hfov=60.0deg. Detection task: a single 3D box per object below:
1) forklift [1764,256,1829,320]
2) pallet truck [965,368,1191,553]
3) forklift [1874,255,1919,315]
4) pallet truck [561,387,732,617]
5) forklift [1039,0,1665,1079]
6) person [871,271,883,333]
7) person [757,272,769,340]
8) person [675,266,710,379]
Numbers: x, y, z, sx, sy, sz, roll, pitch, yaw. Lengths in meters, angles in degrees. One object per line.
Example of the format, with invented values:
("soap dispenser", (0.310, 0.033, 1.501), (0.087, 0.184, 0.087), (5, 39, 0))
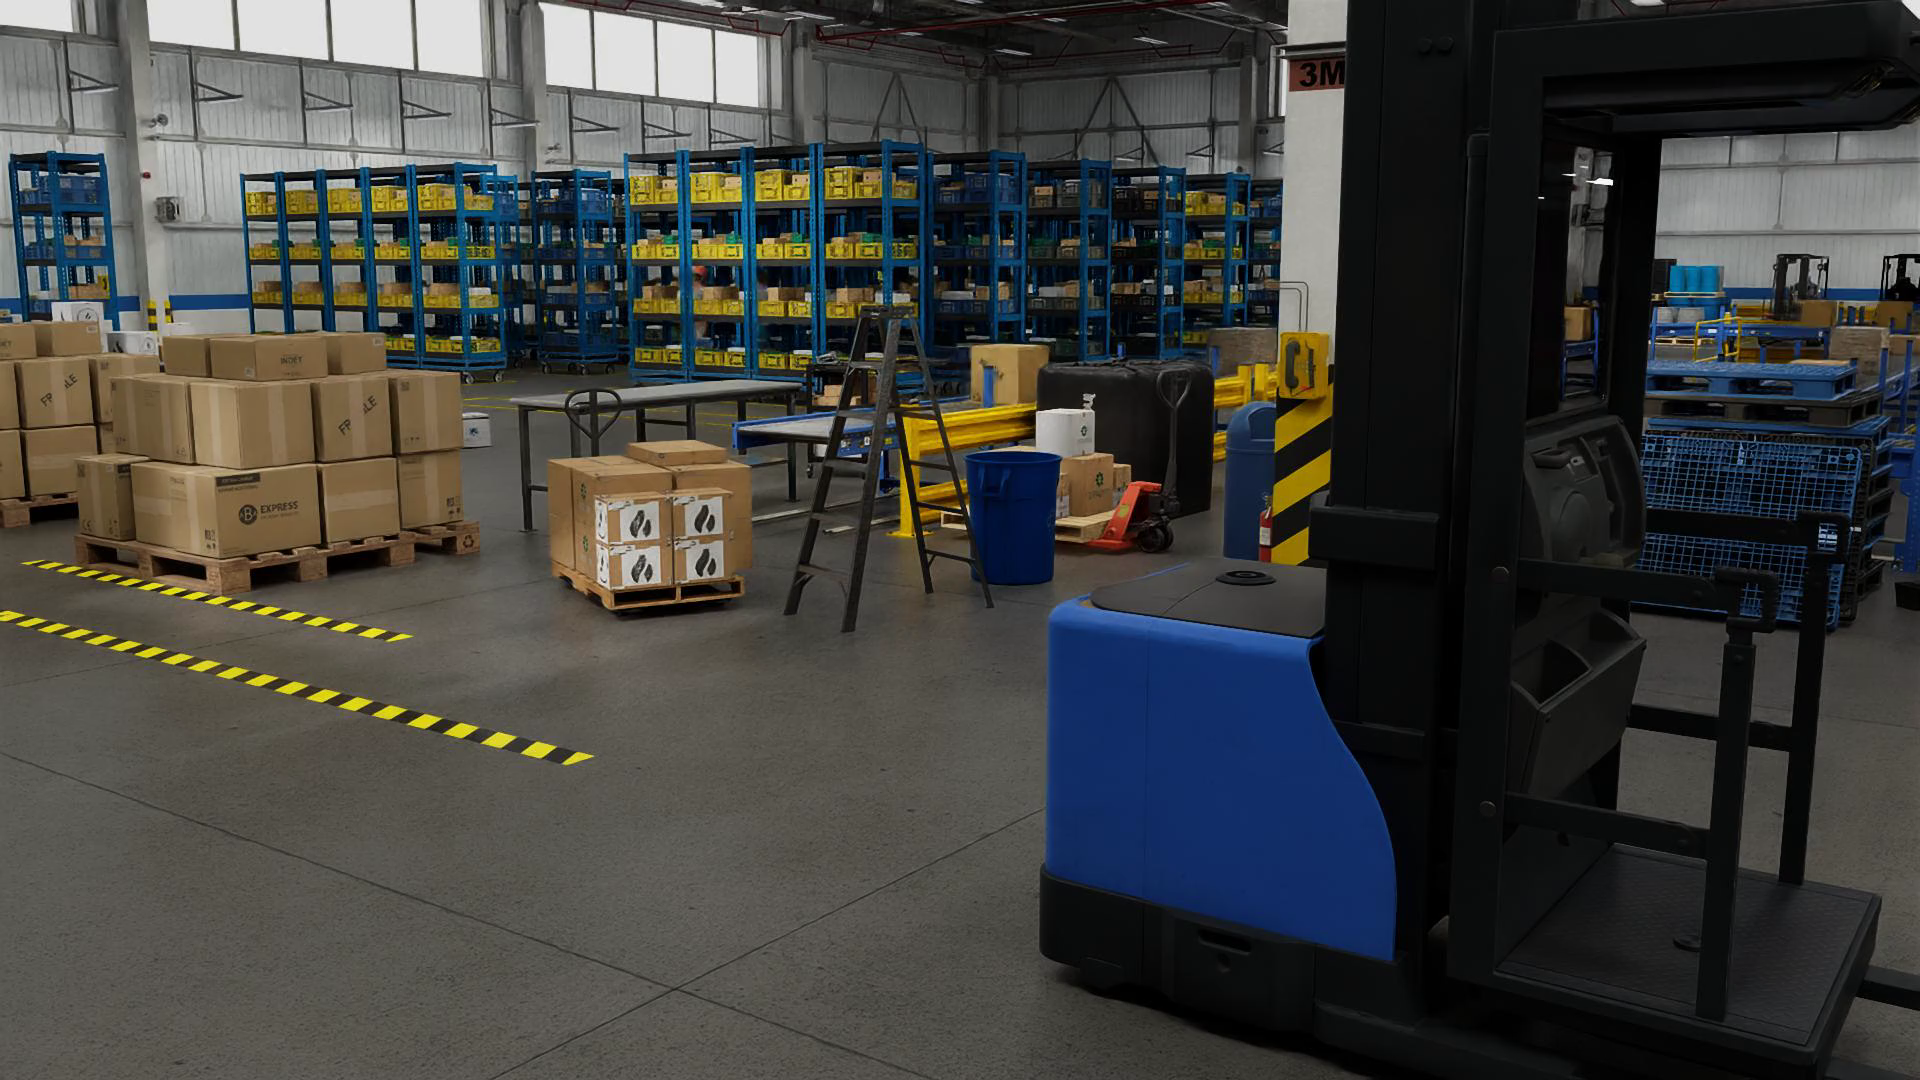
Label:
("forklift", (20.253, -5.854, 40.139), (1.157, 1.987, 2.680), (7, 12, 35))
("pallet truck", (0.845, -0.609, 11.869), (1.630, 1.274, 0.653), (7, 12, 35))
("forklift", (22.089, -5.634, 38.796), (1.157, 1.987, 2.680), (6, 11, 33))
("pallet truck", (-1.981, -0.274, 10.088), (0.680, 1.201, 1.601), (-5, 11, -28))
("forklift", (1.249, -0.137, 4.360), (1.873, 2.768, 1.129), (7, 12, 35))
("person", (-1.703, -4.518, 33.589), (0.403, 1.826, 0.589), (1, 10, 7))
("person", (-3.904, -4.362, 32.720), (0.722, 1.801, 0.685), (-6, 11, -33))
("person", (-4.528, -3.667, 28.169), (0.638, 1.953, 0.783), (4, 10, 24))
